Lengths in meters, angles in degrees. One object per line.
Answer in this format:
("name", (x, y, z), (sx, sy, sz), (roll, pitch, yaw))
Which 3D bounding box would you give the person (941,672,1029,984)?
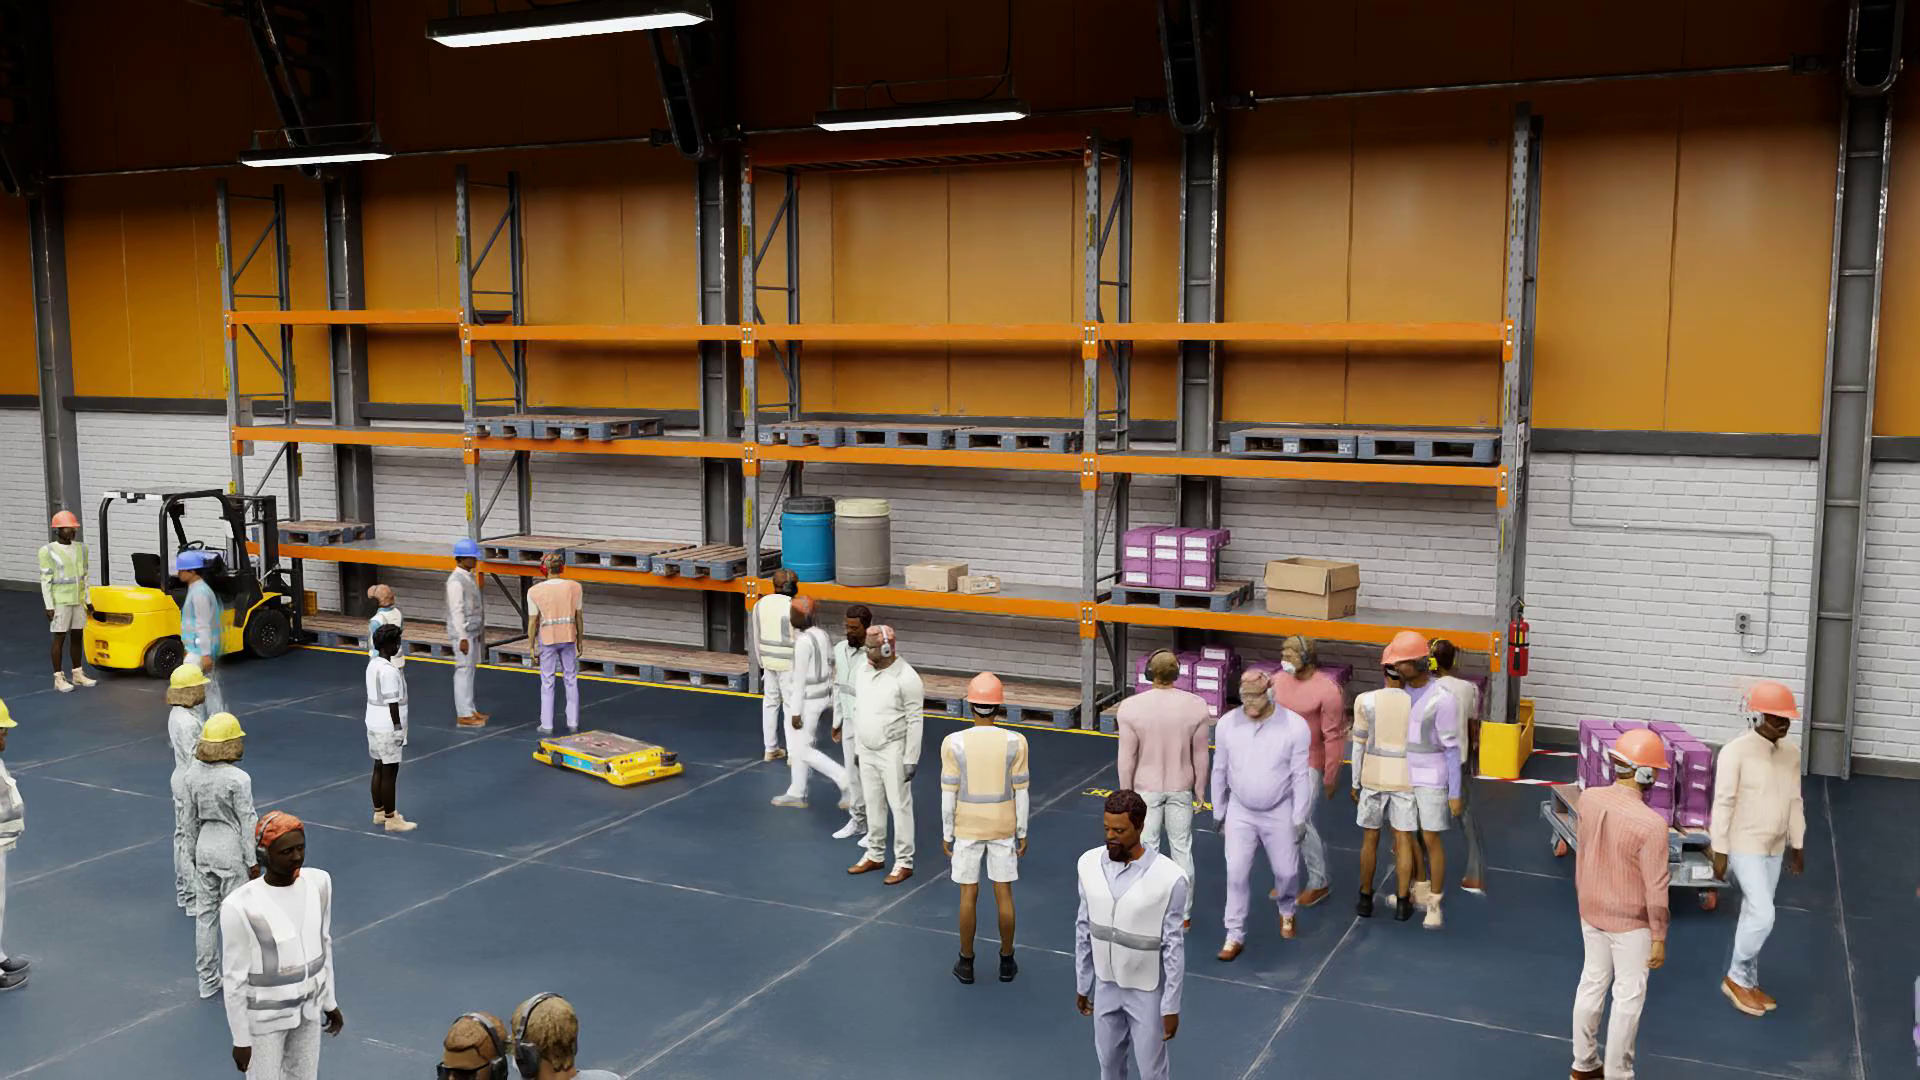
("person", (0.152, 1.777, 10.296), (0.551, 1.937, 0.357), (-1, 7, -5))

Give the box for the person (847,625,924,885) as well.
("person", (-0.566, 1.563, 12.213), (0.643, 1.903, 0.399), (7, 9, 43))

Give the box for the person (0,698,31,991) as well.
("person", (-5.940, 1.854, 10.175), (0.403, 1.817, 0.601), (-4, 8, -29))

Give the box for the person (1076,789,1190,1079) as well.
("person", (0.803, 2.094, 7.818), (0.583, 1.911, 0.392), (5, 9, 37))

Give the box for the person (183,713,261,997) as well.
("person", (-4.432, 1.903, 10.050), (0.494, 1.743, 0.307), (2, 7, 18))

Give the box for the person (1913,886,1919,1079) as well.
("person", (4.408, 2.305, 7.231), (0.640, 1.614, 0.514), (7, 10, 44))

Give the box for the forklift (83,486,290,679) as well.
("forklift", (-9.426, 0.454, 20.179), (1.214, 2.155, 2.313), (3, 8, 26))

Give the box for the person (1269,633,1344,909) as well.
("person", (2.354, 1.616, 11.707), (0.533, 1.924, 0.635), (-4, 8, -32))

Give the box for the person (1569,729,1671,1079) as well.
("person", (3.455, 1.954, 8.660), (0.403, 1.983, 0.627), (-3, 7, -20))

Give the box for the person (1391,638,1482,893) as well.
("person", (3.565, 1.617, 12.204), (0.554, 1.801, 1.036), (-2, 7, -18))

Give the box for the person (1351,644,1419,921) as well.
("person", (2.966, 1.649, 11.421), (0.550, 1.925, 0.384), (2, 7, 14))

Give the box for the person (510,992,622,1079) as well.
("person", (-1.279, 2.389, 5.308), (0.386, 1.928, 0.636), (3, 8, 24))

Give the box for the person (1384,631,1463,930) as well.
("person", (3.135, 1.622, 11.281), (0.482, 2.022, 0.743), (-4, 8, -27))

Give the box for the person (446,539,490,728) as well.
("person", (-5.073, 0.951, 17.097), (0.406, 1.945, 0.611), (0, 7, -3))

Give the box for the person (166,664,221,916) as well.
("person", (-5.318, 1.721, 11.548), (0.289, 1.746, 0.487), (-5, 8, -35))

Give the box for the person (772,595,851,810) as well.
("person", (-1.225, 1.374, 13.919), (0.755, 1.864, 0.602), (1, 7, 7))

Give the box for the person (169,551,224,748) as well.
("person", (-7.514, 1.067, 16.224), (0.682, 1.923, 0.630), (-3, 8, -24))

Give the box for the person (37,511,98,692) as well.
("person", (-10.110, 0.685, 18.873), (0.367, 2.048, 0.607), (3, 7, 21))

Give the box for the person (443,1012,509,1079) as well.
("person", (-1.538, 2.414, 5.411), (0.516, 1.843, 0.326), (1, 7, 11))

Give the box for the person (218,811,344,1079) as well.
("person", (-3.037, 2.144, 7.489), (0.358, 1.882, 0.574), (4, 8, 27))

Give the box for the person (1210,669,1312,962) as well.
("person", (1.949, 1.745, 10.805), (0.665, 1.877, 0.778), (3, 7, 20))

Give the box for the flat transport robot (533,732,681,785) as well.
("flat transport robot", (-3.272, 1.990, 15.366), (1.431, 0.197, 0.652), (6, 9, 43))

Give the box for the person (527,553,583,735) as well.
("person", (-4.062, 1.049, 16.741), (0.560, 1.836, 0.394), (-4, 8, -30))

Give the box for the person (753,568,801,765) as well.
("person", (-1.644, 1.183, 15.614), (0.626, 1.840, 0.430), (5, 9, 36))

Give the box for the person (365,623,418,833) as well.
("person", (-4.631, 1.515, 13.465), (0.319, 1.693, 0.532), (-5, 9, -36))

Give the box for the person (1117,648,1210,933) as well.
("person", (1.358, 1.678, 11.125), (0.634, 1.939, 0.361), (-1, 7, -6))

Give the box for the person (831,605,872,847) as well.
("person", (-0.759, 1.448, 13.137), (0.591, 1.912, 0.397), (6, 9, 43))

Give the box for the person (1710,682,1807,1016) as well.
("person", (4.757, 1.815, 9.788), (0.643, 1.979, 0.518), (-3, 8, -27))

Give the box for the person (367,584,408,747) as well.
("person", (-5.518, 1.232, 16.023), (0.311, 1.639, 0.512), (1, 7, 8))
